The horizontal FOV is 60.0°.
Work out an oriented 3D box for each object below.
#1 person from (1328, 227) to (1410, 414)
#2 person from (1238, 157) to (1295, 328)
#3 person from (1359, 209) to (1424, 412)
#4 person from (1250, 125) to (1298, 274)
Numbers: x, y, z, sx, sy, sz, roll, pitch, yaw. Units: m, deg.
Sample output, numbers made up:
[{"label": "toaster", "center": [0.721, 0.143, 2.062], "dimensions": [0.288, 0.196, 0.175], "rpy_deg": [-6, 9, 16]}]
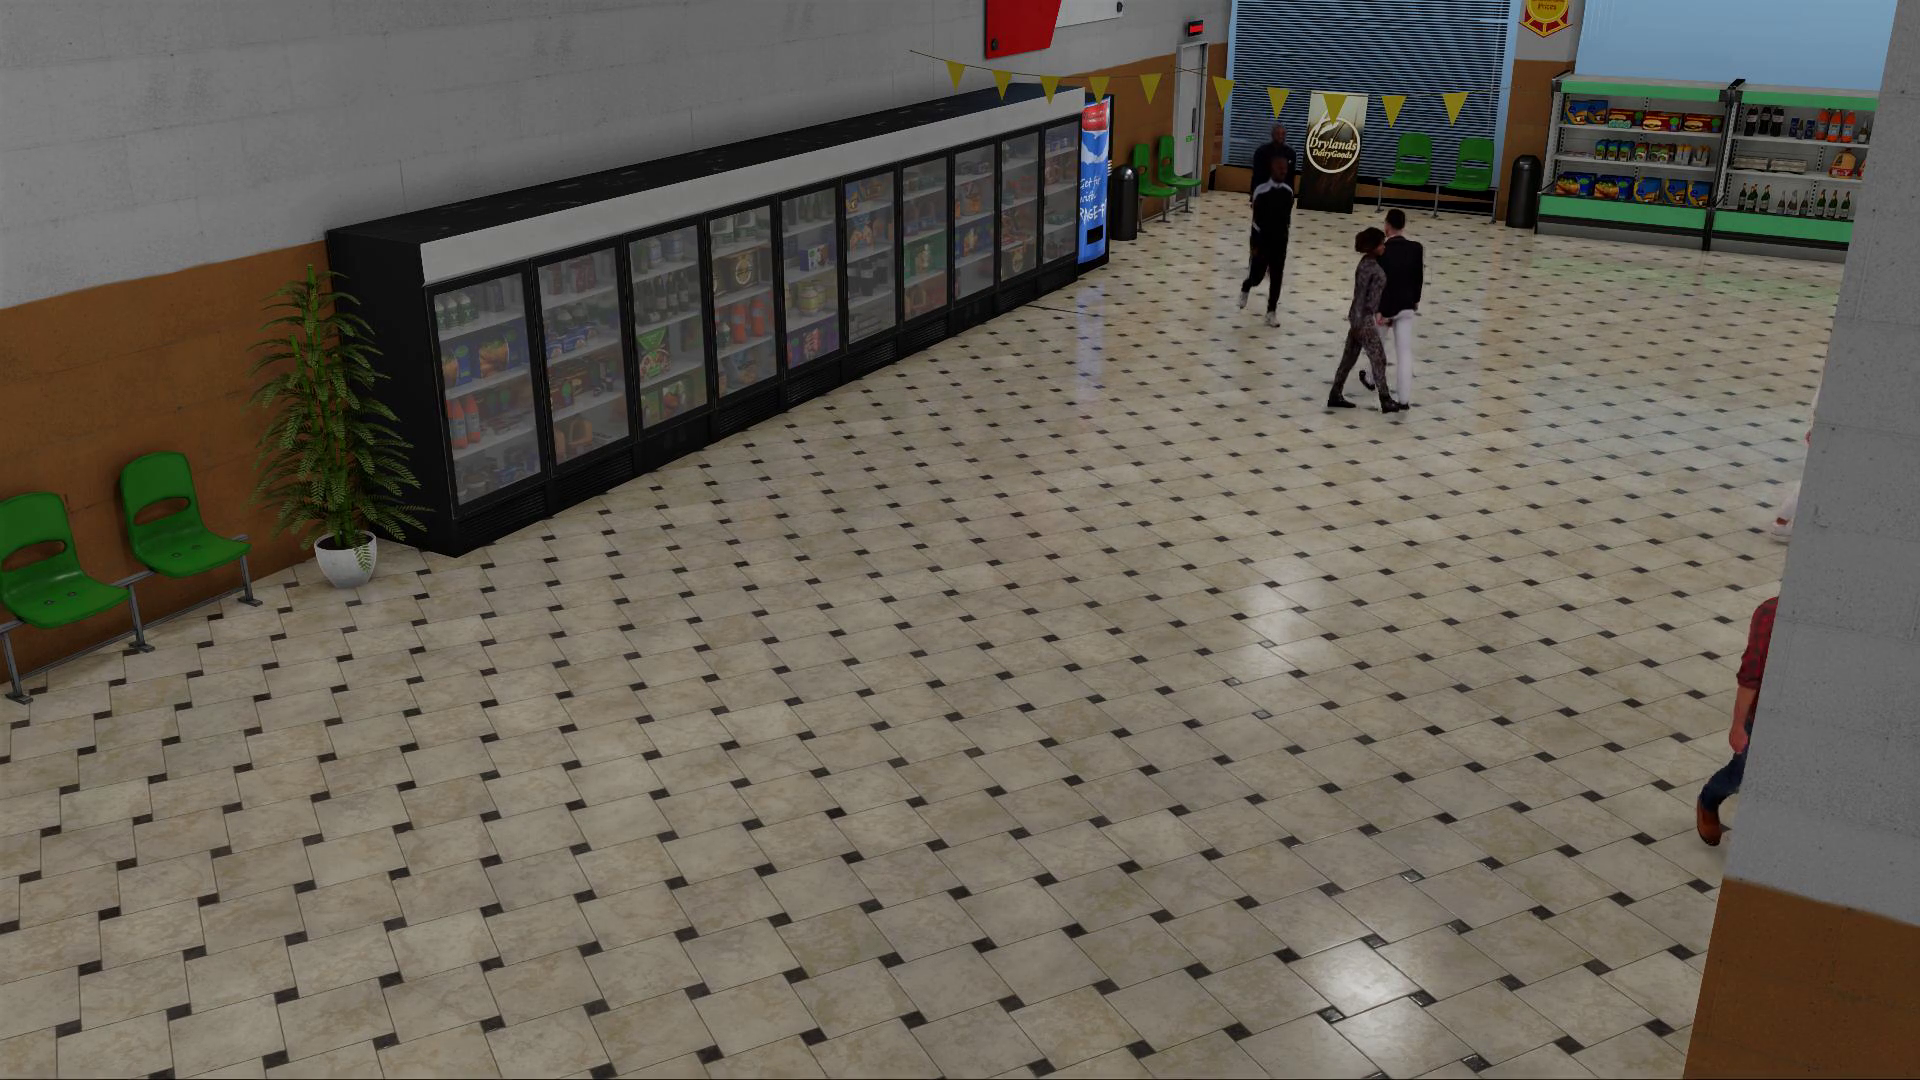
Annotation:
[{"label": "person", "center": [3.571, -1.977, 15.071], "dimensions": [1.012, 1.690, 0.713], "rpy_deg": [8, 23, 20]}, {"label": "person", "center": [3.329, -3.283, 18.170], "dimensions": [1.054, 1.802, 1.091], "rpy_deg": [-5, 22, -11]}, {"label": "person", "center": [3.969, -2.029, 15.087], "dimensions": [1.296, 1.773, 1.244], "rpy_deg": [-1, 22, -4]}, {"label": "person", "center": [3.806, -4.175, 20.384], "dimensions": [0.982, 1.807, 0.998], "rpy_deg": [0, 22, 1]}]
